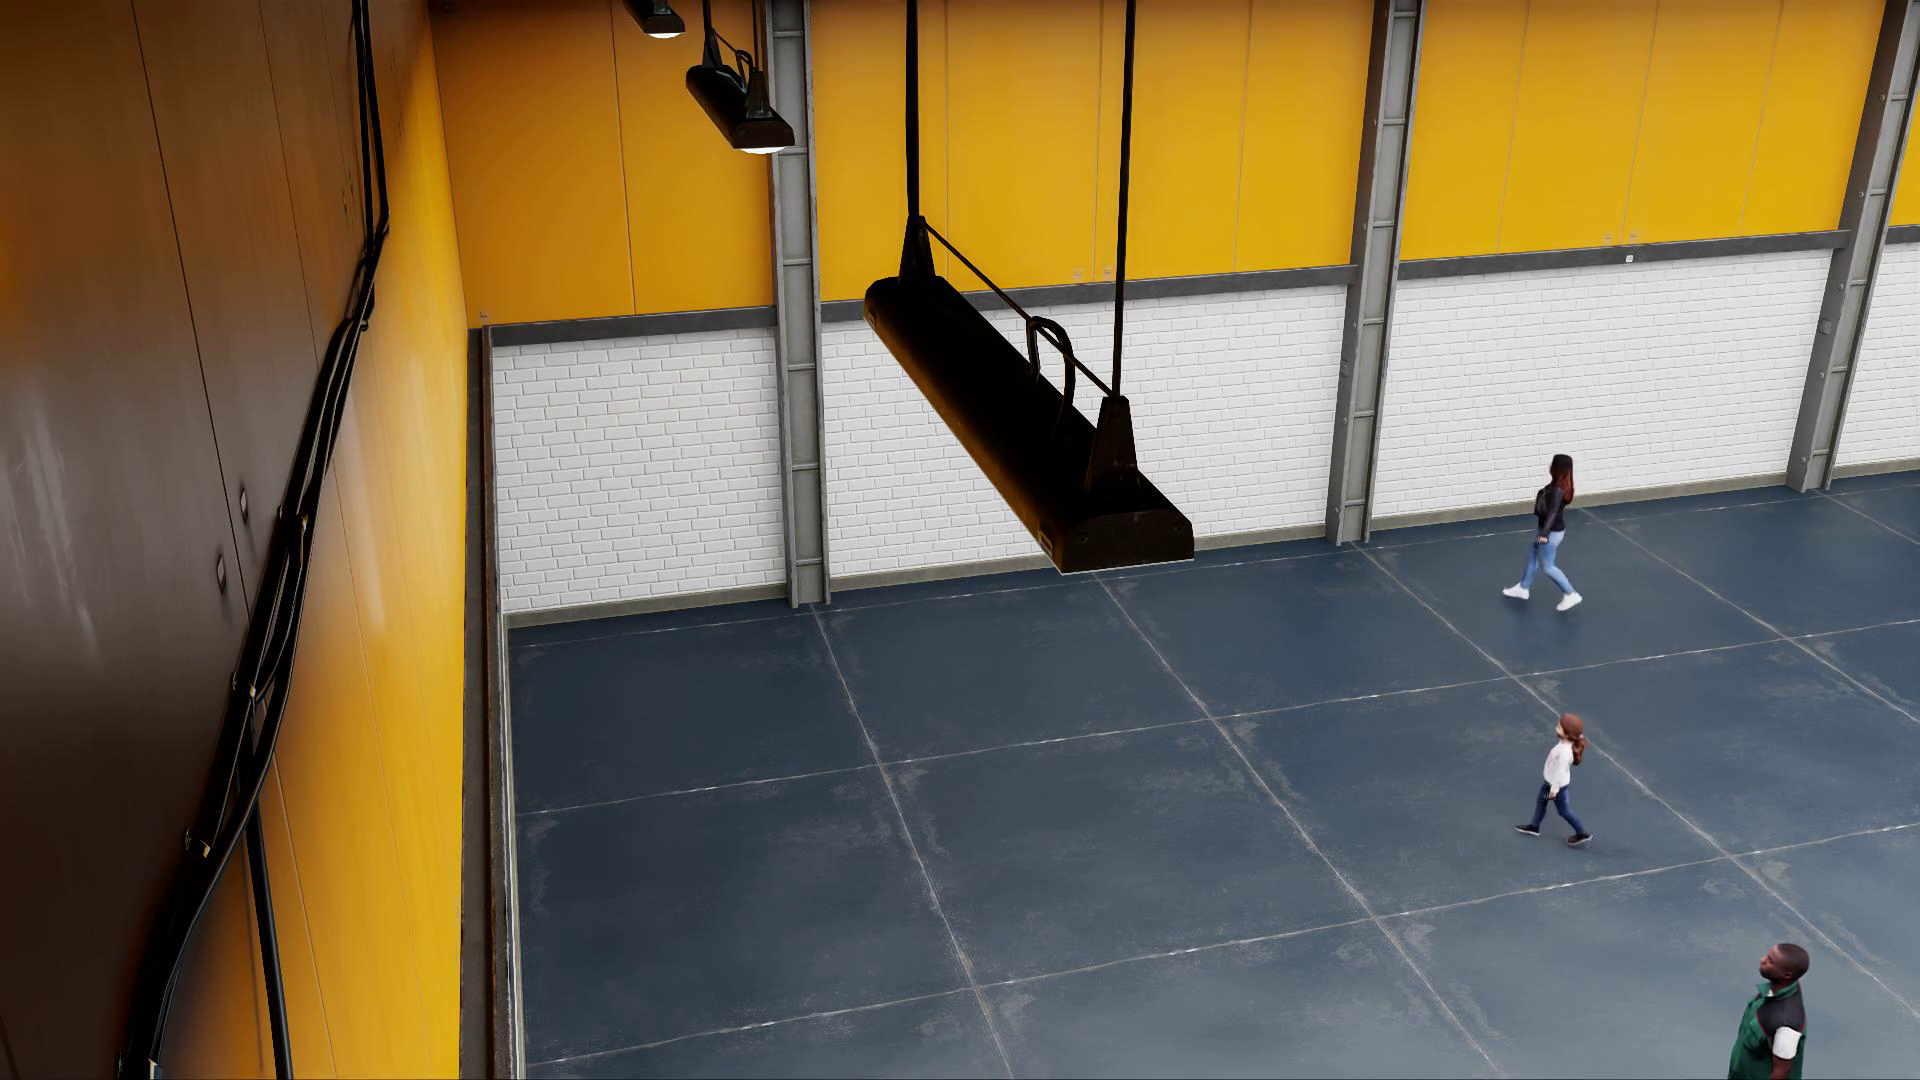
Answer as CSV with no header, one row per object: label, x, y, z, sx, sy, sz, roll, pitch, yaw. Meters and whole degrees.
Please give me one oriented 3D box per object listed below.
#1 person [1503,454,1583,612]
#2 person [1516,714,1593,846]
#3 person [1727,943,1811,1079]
person,5.887,-0.062,16.418,1.108,1.606,1.029,11,26,24
person,4.632,1.840,12.709,0.828,1.092,0.697,8,25,17
person,4.414,2.985,9.157,0.804,1.840,0.785,8,25,17
